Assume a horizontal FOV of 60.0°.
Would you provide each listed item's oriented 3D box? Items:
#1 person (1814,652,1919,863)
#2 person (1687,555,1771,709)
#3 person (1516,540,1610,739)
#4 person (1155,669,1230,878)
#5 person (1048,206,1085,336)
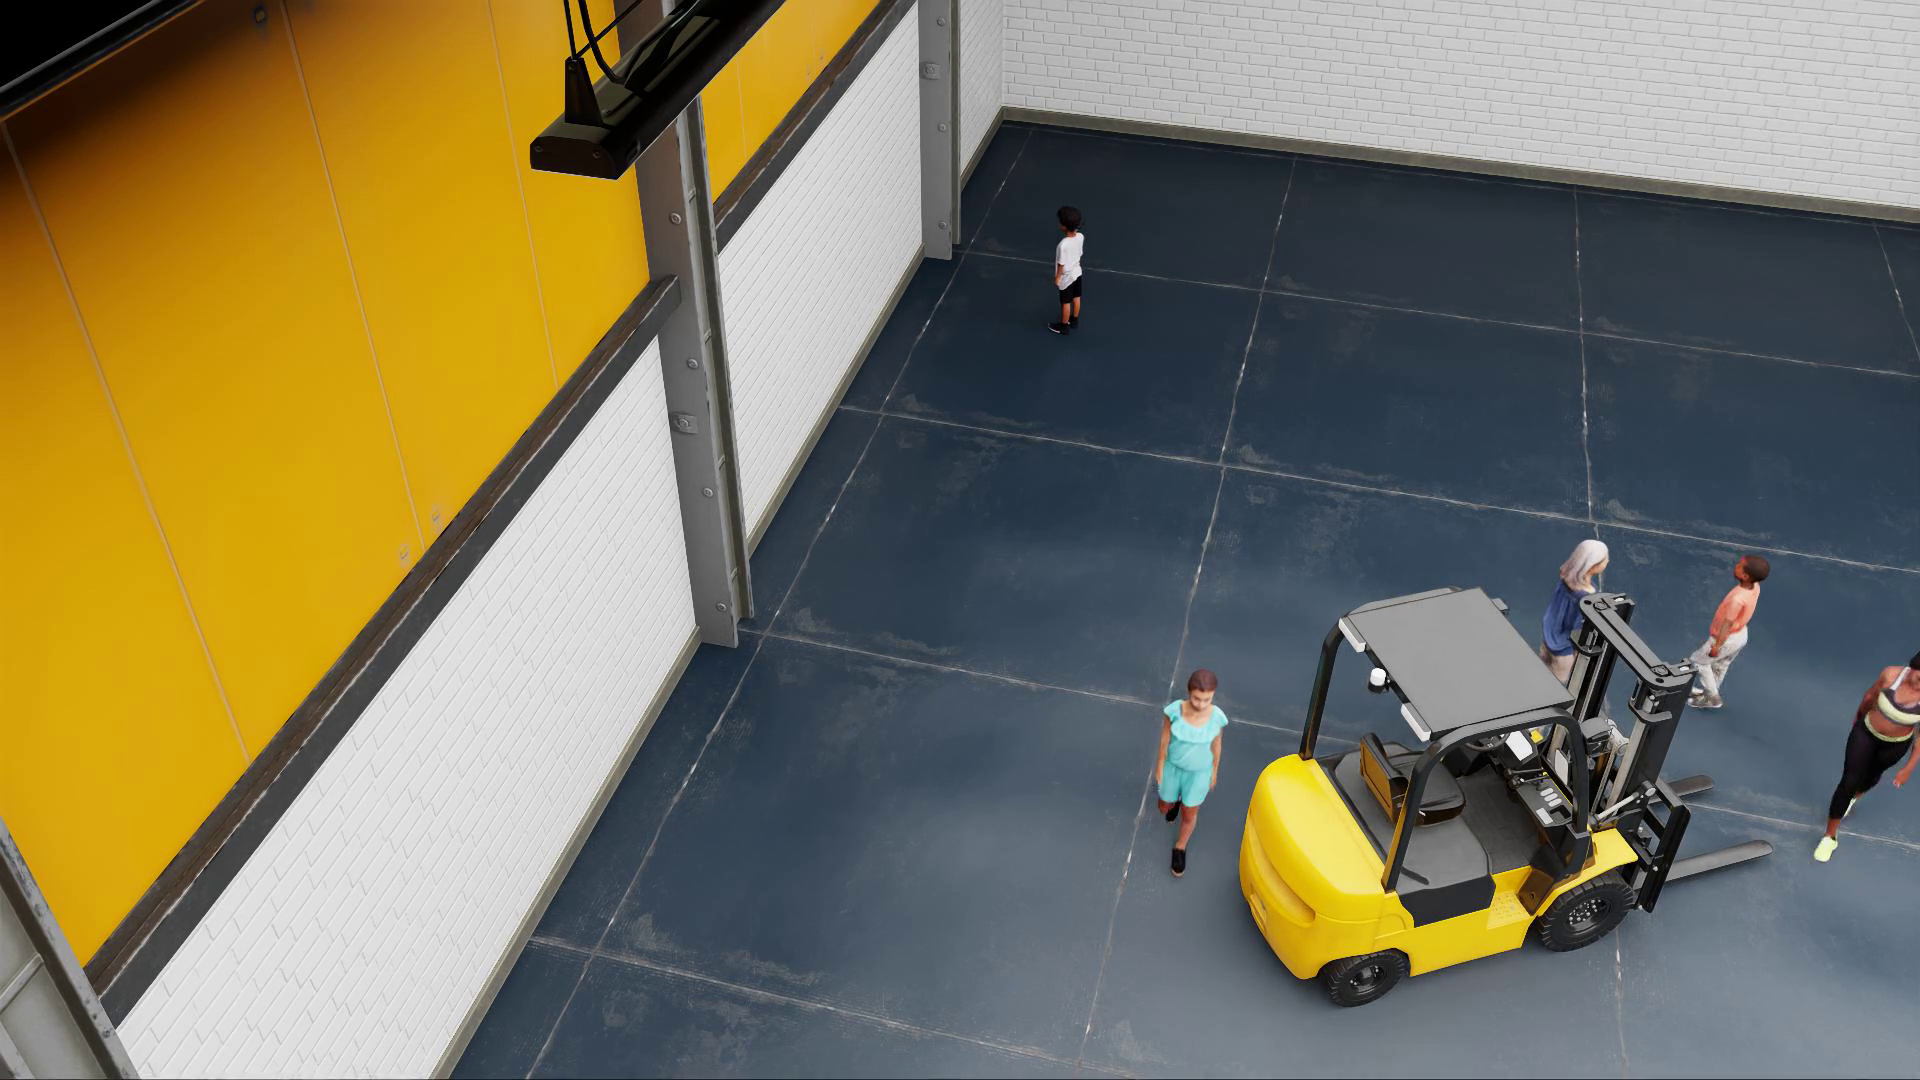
[{"bbox_3d":[5.742,1.201,10.358,1.059,1.695,0.836,-30,48,-32],"label":"person"},{"bbox_3d":[5.287,0.670,11.335,0.589,1.306,0.660,-30,47,-32],"label":"person"},{"bbox_3d":[3.985,0.678,11.012,0.741,1.698,0.606,-2,39,-2],"label":"person"},{"bbox_3d":[1.409,1.357,10.278,0.557,1.551,0.799,9,39,11],"label":"person"},{"bbox_3d":[1.011,-2.487,15.324,0.627,1.262,0.543,30,48,32],"label":"person"}]
